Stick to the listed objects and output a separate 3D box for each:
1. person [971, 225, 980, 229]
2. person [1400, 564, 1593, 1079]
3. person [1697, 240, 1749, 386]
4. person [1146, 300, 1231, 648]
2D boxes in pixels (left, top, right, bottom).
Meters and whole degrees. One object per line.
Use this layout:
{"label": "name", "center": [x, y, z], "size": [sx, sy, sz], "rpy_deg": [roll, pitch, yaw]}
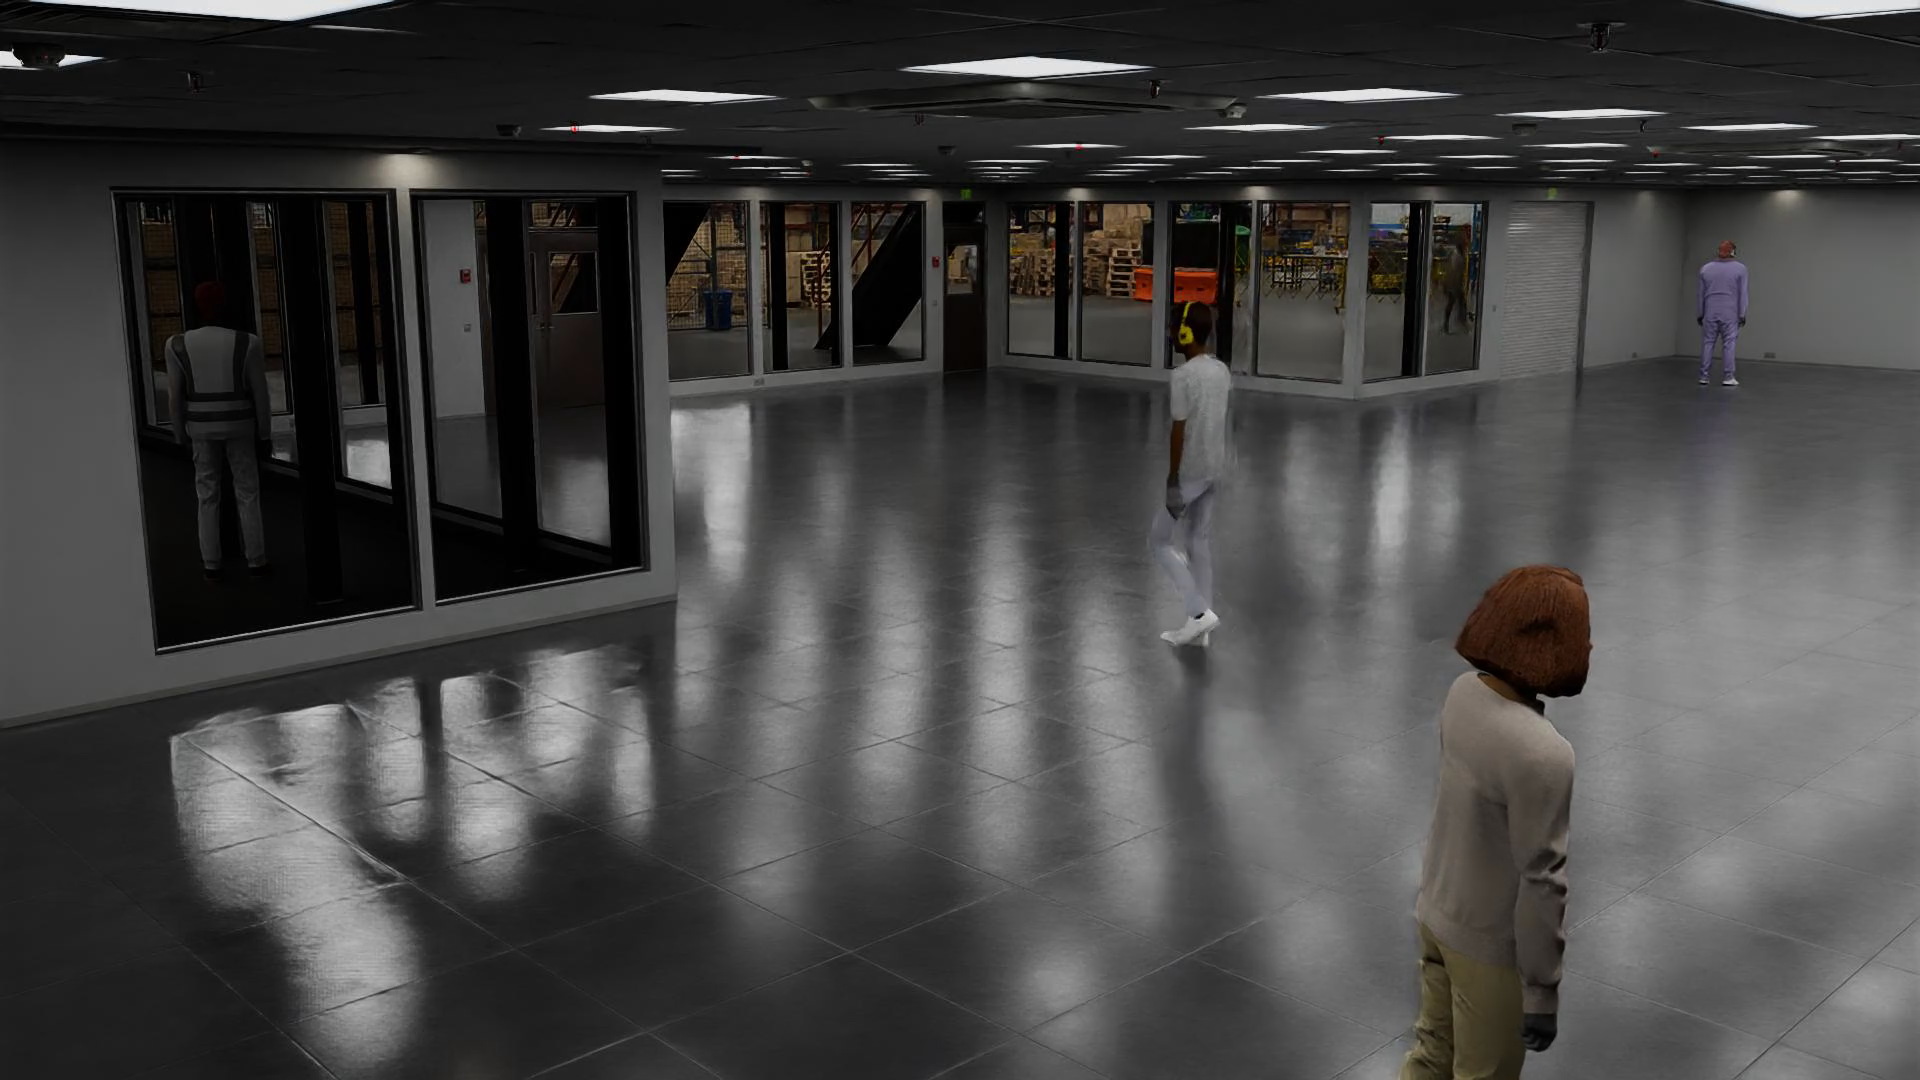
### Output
{"label": "person", "center": [0.411, -6.418, 39.028], "size": [0.652, 1.946, 0.495], "rpy_deg": [1, 11, 3]}
{"label": "person", "center": [1.104, 0.844, 3.466], "size": [0.318, 1.621, 0.514], "rpy_deg": [-1, 11, -5]}
{"label": "person", "center": [10.060, -2.989, 21.949], "size": [0.639, 1.904, 0.409], "rpy_deg": [9, 15, 39]}
{"label": "person", "center": [1.211, -0.332, 8.787], "size": [0.510, 1.855, 0.378], "rpy_deg": [-11, 16, -43]}
